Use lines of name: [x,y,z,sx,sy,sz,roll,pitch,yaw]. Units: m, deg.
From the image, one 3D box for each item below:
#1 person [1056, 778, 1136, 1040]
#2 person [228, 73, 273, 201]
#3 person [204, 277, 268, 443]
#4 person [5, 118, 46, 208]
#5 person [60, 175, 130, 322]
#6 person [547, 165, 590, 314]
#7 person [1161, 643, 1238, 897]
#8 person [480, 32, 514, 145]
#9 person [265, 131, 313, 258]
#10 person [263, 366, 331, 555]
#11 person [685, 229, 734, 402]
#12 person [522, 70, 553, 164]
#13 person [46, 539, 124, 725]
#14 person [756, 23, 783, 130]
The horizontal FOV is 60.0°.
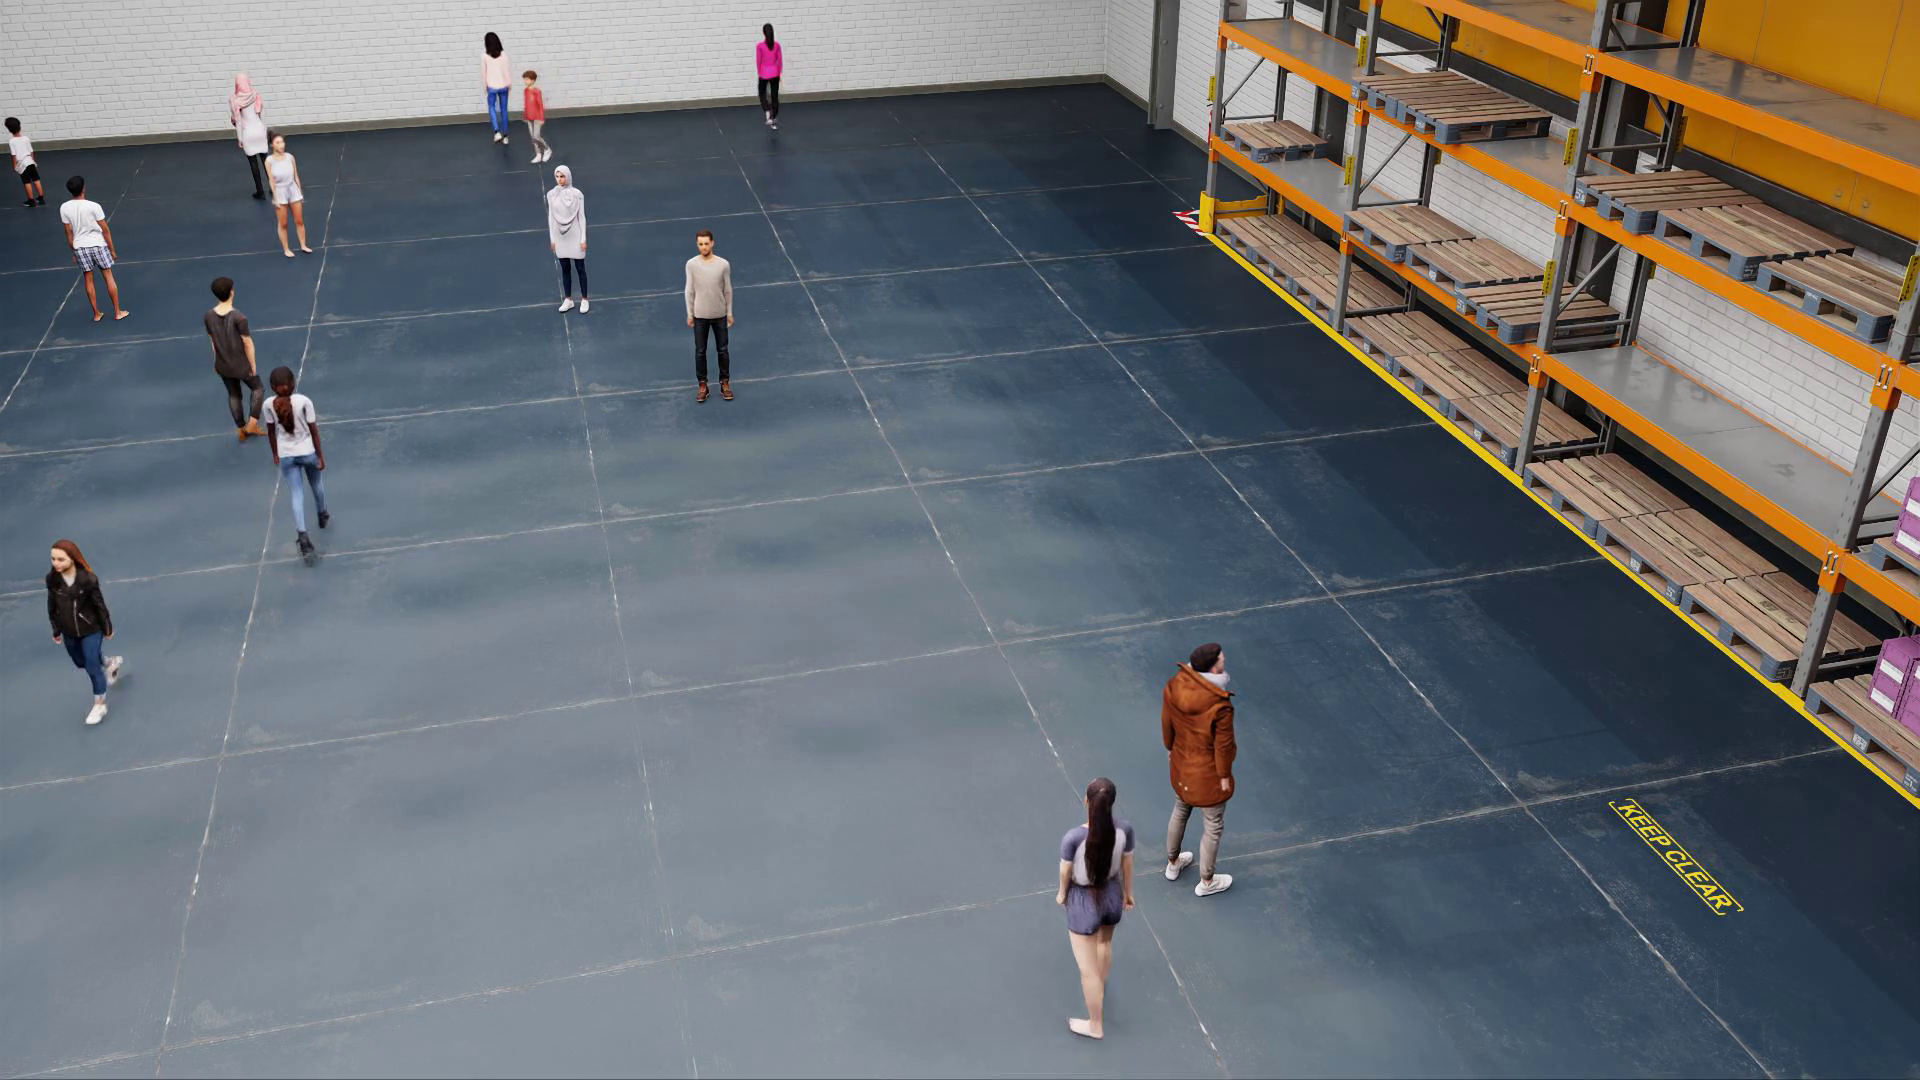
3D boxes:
person: [0.798,2.142,9.565,0.648,1.620,0.768,-14,32,-24]
person: [-10.189,-5.825,23.979,0.735,1.803,0.756,-25,38,-38]
person: [-7.290,-1.765,16.643,0.706,1.700,0.700,1,29,2]
person: [-13.383,-5.415,23.792,0.633,1.262,0.573,16,32,27]
person: [-10.293,-3.449,19.698,0.672,1.732,0.555,-4,29,-7]
person: [-4.688,-3.616,19.958,0.678,1.776,0.650,3,29,6]
person: [1.530,1.450,10.606,0.892,1.839,0.796,-23,36,-35]
person: [-7.352,-7.179,26.508,0.664,1.758,0.588,-10,30,-17]
person: [-8.854,-4.543,21.829,0.687,1.610,0.654,25,37,38]
person: [-5.853,-0.681,14.676,0.618,1.681,1.135,-6,29,-10]
person: [-2.649,-2.395,17.622,0.659,1.868,0.584,-5,29,-9]
person: [-6.539,-6.557,25.734,0.632,1.408,0.698,19,34,31]
person: [-6.575,0.623,12.506,0.752,1.469,0.948,2,29,3]
person: [-3.119,-7.607,27.366,0.585,1.687,0.580,-8,30,-15]
